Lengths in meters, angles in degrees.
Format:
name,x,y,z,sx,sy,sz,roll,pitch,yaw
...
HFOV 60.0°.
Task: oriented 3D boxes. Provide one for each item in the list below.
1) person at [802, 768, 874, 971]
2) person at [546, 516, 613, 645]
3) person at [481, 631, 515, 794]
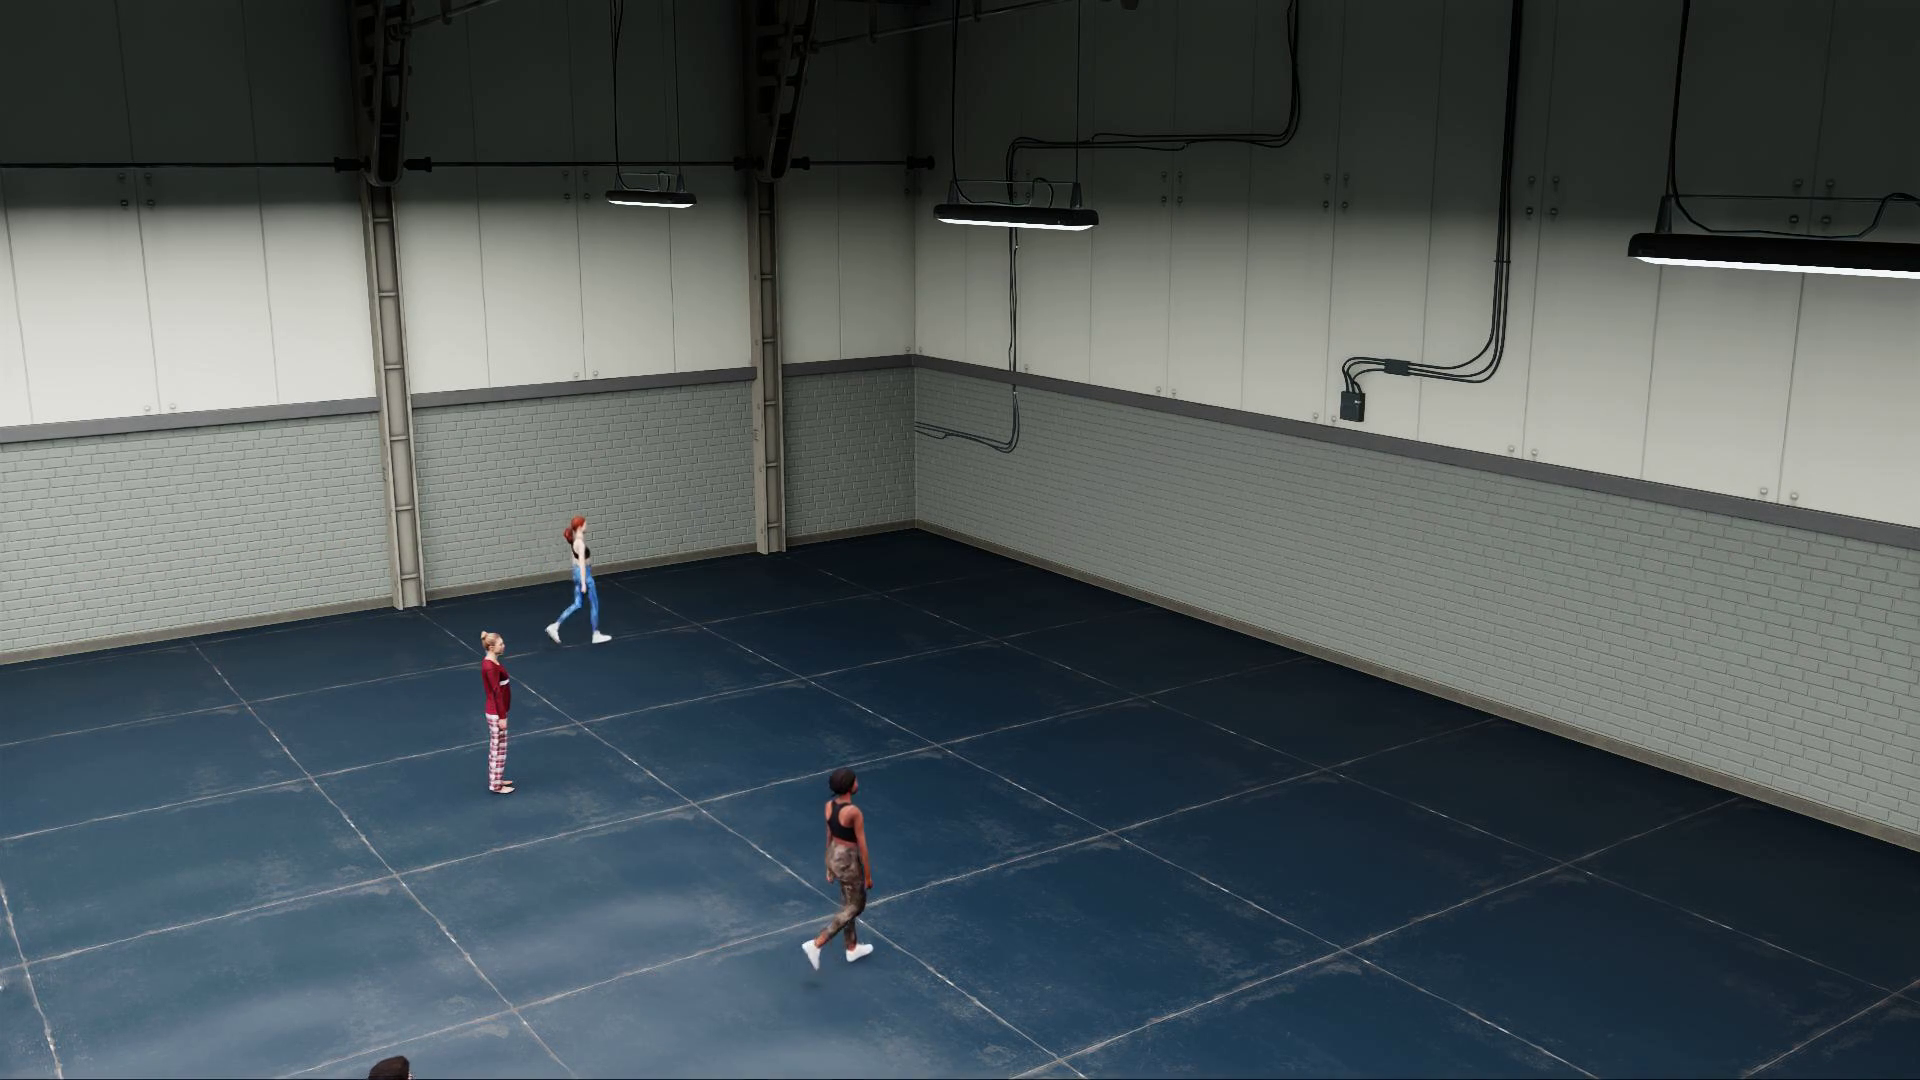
name,x,y,z,sx,sy,sz,roll,pitch,yaw
person,-0.975,2.658,13.283,0.986,1.677,0.636,-12,17,-41
person,-5.104,0.570,22.108,1.107,1.763,0.624,-7,15,-29
person,-4.769,1.754,17.138,0.600,1.699,0.677,-4,14,-18
